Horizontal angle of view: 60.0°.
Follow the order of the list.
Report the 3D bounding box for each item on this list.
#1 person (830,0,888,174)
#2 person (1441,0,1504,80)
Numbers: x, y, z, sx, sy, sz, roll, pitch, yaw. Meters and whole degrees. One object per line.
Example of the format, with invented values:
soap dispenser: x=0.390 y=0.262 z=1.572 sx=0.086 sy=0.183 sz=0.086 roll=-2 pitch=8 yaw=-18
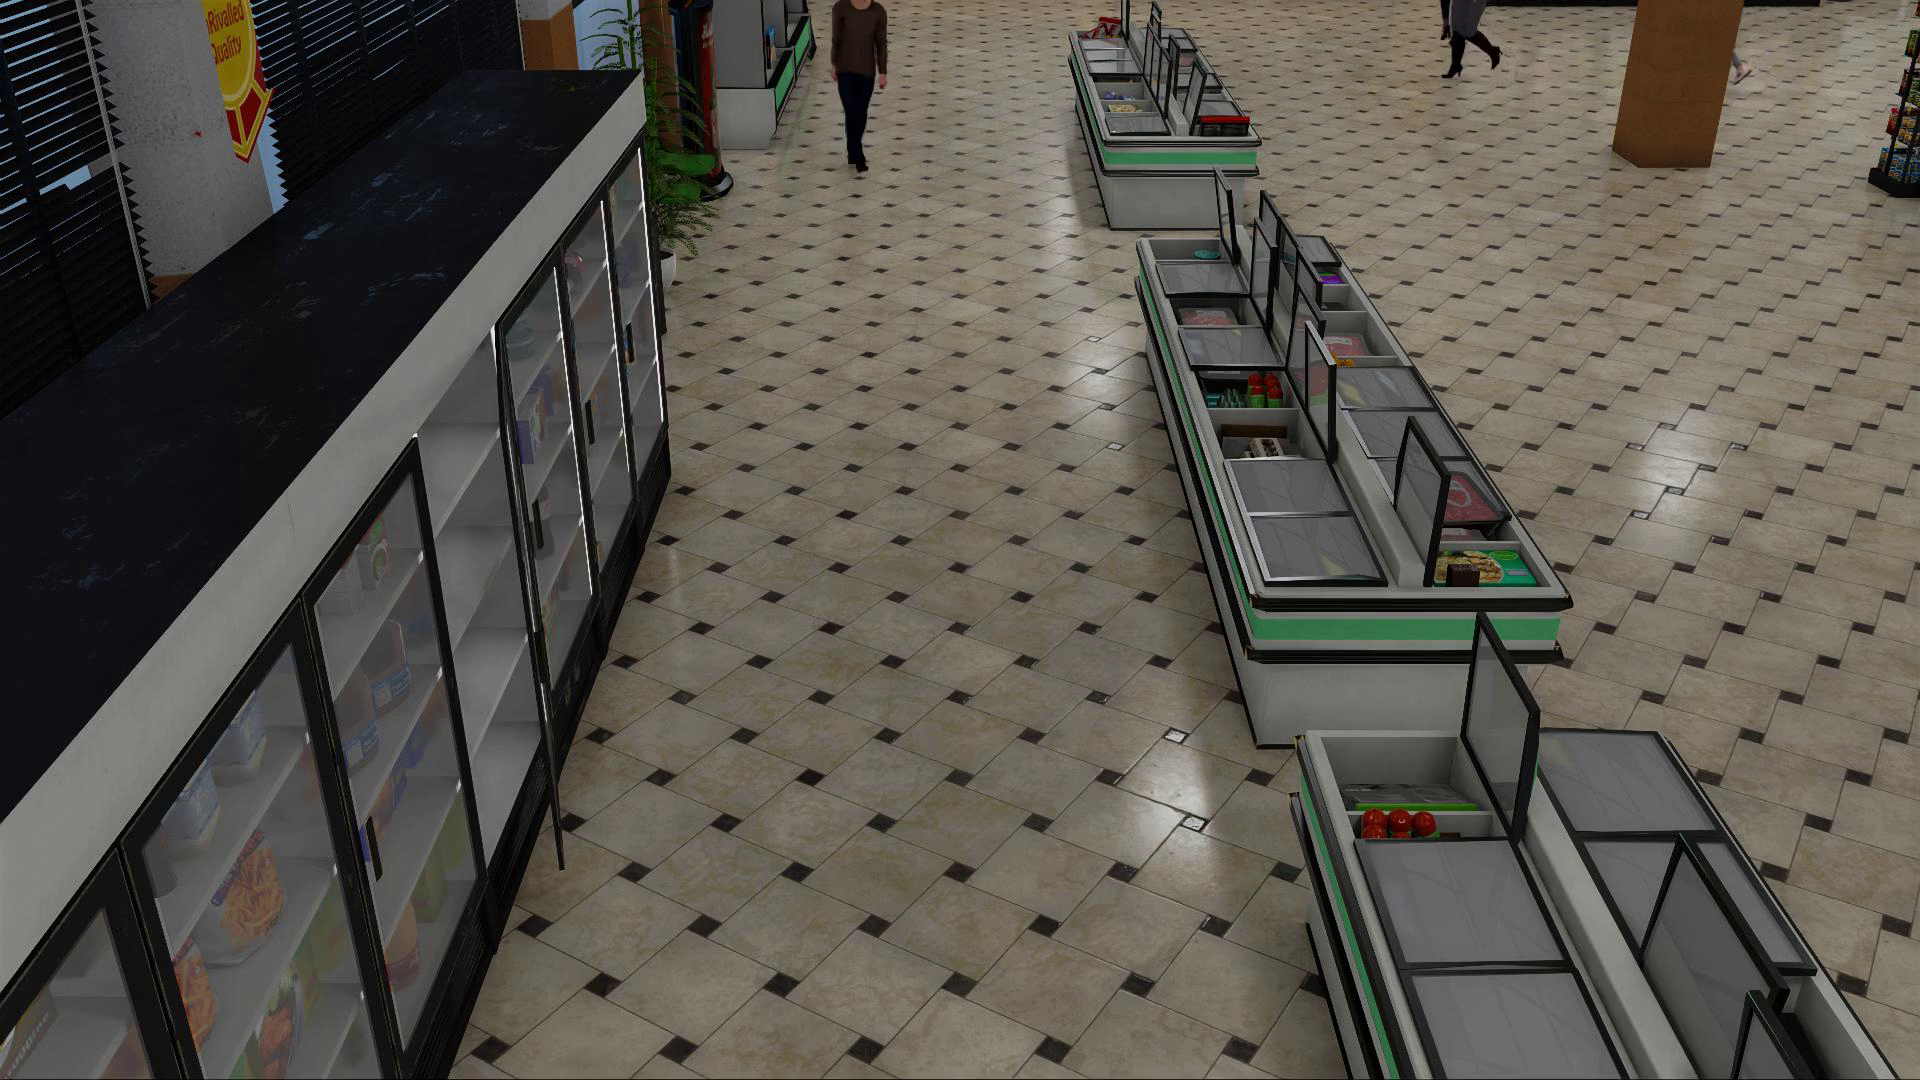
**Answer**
person: x=-0.997 y=-4.363 z=15.484 sx=0.807 sy=1.823 sz=1.066 roll=-3 pitch=27 yaw=-5
person: x=5.951 y=-6.166 z=19.128 sx=0.718 sy=1.742 sz=0.812 roll=0 pitch=27 yaw=1
